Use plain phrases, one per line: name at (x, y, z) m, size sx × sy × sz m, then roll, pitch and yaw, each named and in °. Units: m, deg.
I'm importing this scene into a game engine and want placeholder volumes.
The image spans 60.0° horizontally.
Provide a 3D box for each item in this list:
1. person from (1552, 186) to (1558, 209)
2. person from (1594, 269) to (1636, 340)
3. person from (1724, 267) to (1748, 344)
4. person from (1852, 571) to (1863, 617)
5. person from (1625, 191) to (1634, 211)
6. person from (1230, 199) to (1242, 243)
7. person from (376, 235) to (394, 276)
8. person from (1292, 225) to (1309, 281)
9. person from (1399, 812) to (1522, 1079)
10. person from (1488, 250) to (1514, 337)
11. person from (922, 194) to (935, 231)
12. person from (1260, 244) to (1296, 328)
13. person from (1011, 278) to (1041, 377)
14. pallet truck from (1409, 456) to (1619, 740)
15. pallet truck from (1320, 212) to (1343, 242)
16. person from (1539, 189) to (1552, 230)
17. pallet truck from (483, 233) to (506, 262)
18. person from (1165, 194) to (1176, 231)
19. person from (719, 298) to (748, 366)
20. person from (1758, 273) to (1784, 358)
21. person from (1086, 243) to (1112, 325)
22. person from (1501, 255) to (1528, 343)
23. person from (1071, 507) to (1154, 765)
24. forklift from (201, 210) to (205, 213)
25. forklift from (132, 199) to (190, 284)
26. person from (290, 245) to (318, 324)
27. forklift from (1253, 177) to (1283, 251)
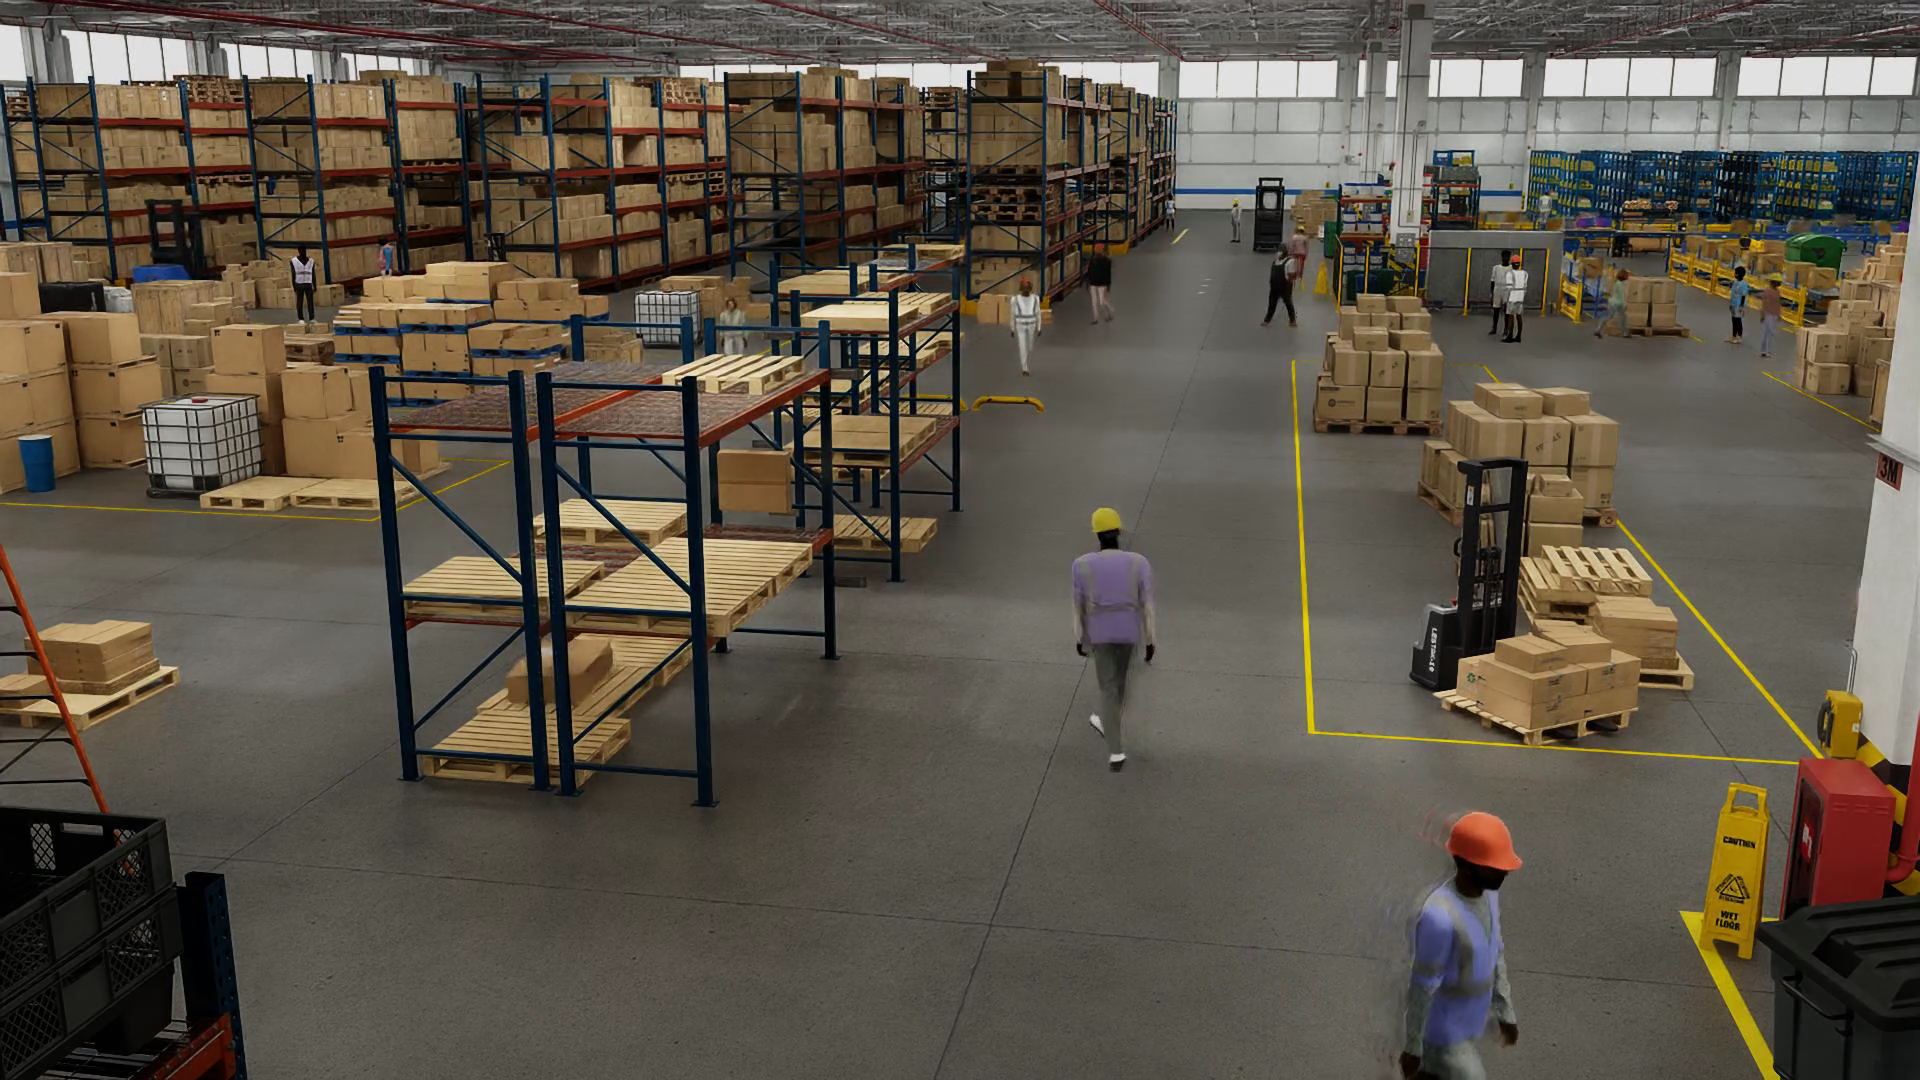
person at (31.452, -17.922, 88.094) m, size 0.388 × 1.848 × 0.563 m, roll -2°, pitch 14°, yaw -9°
person at (14.765, -5.303, 37.405) m, size 0.894 × 1.586 × 0.520 m, roll 7°, pitch 15°, yaw 25°
person at (17.158, -5.178, 36.683) m, size 0.320 × 1.693 × 0.536 m, roll 1°, pitch 14°, yaw 2°
person at (7.427, 0.515, 13.151) m, size 1.042 × 1.879 × 0.645 m, roll -7°, pitch 15°, yaw -25°
person at (32.445, -16.061, 80.575) m, size 0.404 × 1.828 × 0.599 m, roll -7°, pitch 15°, yaw -26°
person at (11.569, -13.388, 69.753) m, size 0.404 × 1.824 × 0.585 m, roll -7°, pitch 15°, yaw -26°
person at (-15.692, -7.406, 45.416) m, size 0.429 × 1.843 × 0.627 m, roll -8°, pitch 16°, yaw -29°
person at (10.587, -8.922, 51.753) m, size 0.534 × 1.745 × 0.583 m, roll 3°, pitch 14°, yaw 13°
person at (2.147, 2.030, 7.009) m, size 0.978 × 1.881 × 0.567 m, roll 11°, pitch 18°, yaw 37°
person at (12.384, -5.630, 37.944) m, size 0.613 × 1.963 × 0.361 m, roll 10°, pitch 17°, yaw 36°
person at (-1.438, -14.793, 75.480) m, size 0.594 × 1.811 × 0.466 m, roll -1°, pitch 14°, yaw -3°
person at (7.665, -6.078, 39.610) m, size 1.028 × 2.000 × 0.688 m, roll -10°, pitch 17°, yaw -36°
person at (1.244, -4.078, 31.854) m, size 0.590 × 1.864 × 0.652 m, roll -3°, pitch 14°, yaw -11°
pallet truck at (4.504, 0.400, 13.395) m, size 0.823 × 1.965 × 1.885 m, roll -6°, pitch 15°, yaw -23°
pallet truck at (15.874, -13.227, 70.310) m, size 0.680 × 1.201 × 1.601 m, roll 10°, pitch 17°, yaw 35°
person at (27.578, -15.554, 78.355) m, size 0.621 × 1.918 × 0.889 m, roll 6°, pitch 15°, yaw 21°
pallet truck at (-11.832, -7.026, 43.548) m, size 1.885 × 1.965 × 0.823 m, roll 8°, pitch 16°, yaw 28°
person at (9.812, -15.252, 77.560) m, size 0.535 × 1.700 × 0.318 m, roll 0°, pitch 14°, yaw 1°
person at (-4.183, -3.688, 30.826) m, size 0.528 × 1.597 × 0.862 m, roll -1°, pitch 14°, yaw -2°
person at (16.784, -4.626, 34.294) m, size 0.554 × 1.745 × 0.553 m, roll -11°, pitch 17°, yaw -37°
person at (3.365, -6.190, 40.194) m, size 0.621 × 1.974 × 0.487 m, roll 11°, pitch 18°, yaw 38°
person at (12.248, -5.321, 36.770) m, size 0.543 × 1.927 × 0.384 m, roll -5°, pitch 15°, yaw -20°
person at (1.143, 0.702, 12.442) m, size 0.593 × 1.875 × 0.934 m, roll -2°, pitch 14°, yaw -6°
forklift at (-25.351, -10.510, 55.875) m, size 1.873 × 2.768 × 1.129 m, roll -2°, pitch 14°, yaw -6°
forklift at (-21.227, -7.731, 44.590) m, size 1.129 × 2.768 × 1.873 m, roll 3°, pitch 14°, yaw 10°
person at (-15.938, -6.210, 40.425) m, size 0.589 × 1.911 × 0.393 m, roll -12°, pitch 18°, yaw -40°
forklift at (12.083, -12.747, 64.956) m, size 1.129 × 2.768 × 1.873 m, roll 3°, pitch 14°, yaw 10°
